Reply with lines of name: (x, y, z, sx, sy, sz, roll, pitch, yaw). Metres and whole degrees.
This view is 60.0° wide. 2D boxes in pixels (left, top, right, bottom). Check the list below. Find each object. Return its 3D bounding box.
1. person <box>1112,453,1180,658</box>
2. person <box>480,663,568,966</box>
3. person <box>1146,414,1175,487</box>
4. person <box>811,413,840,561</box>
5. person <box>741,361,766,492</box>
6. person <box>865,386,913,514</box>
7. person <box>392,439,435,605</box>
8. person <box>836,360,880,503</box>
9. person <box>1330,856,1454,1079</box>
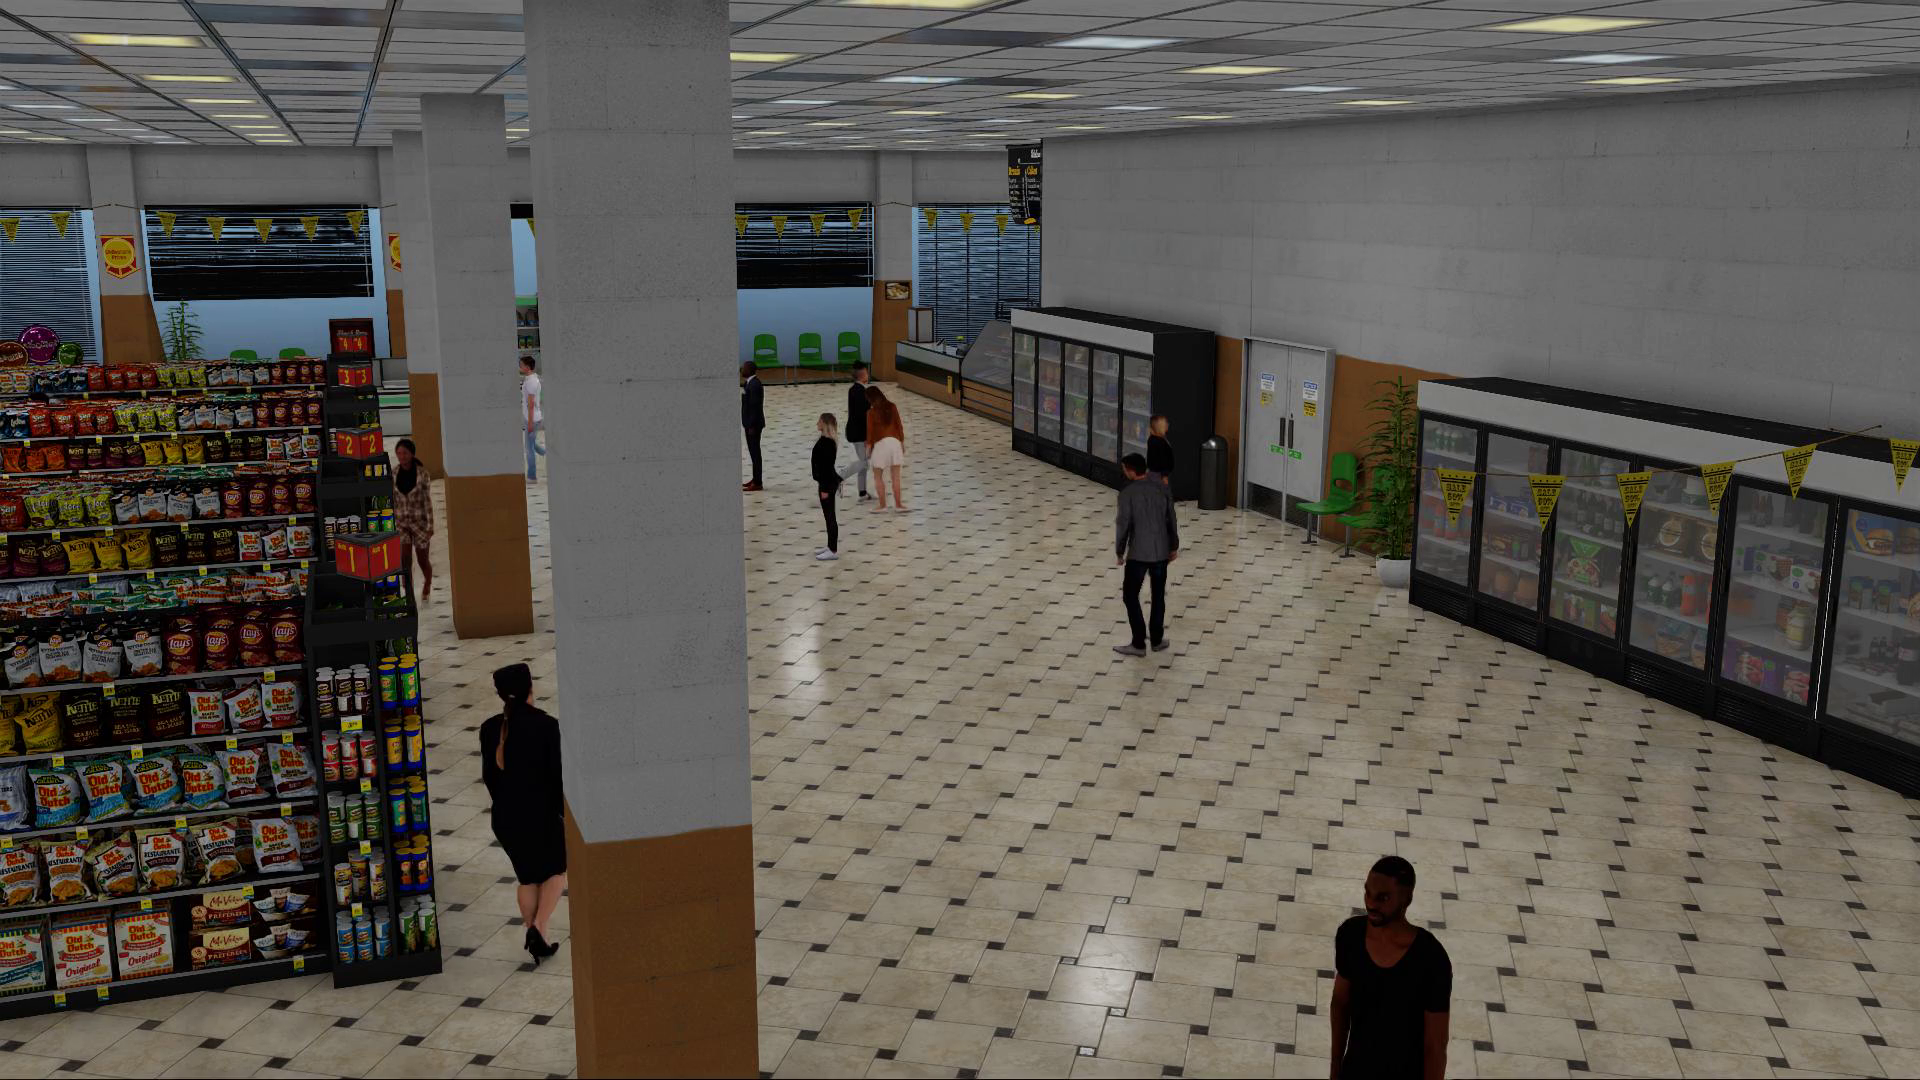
person: (1.758, 0.131, 15.110, 0.538, 1.843, 0.860, 0, 12, -2)
person: (-2.364, 1.520, 8.960, 0.826, 1.658, 0.909, 4, 13, 20)
person: (2.258, -0.624, 19.115, 0.544, 1.670, 0.607, -4, 12, -16)
person: (-1.505, -0.620, 19.054, 0.609, 1.687, 0.652, -1, 12, -6)
person: (-2.925, -1.622, 23.481, 0.675, 1.824, 0.751, -1, 12, -6)
person: (-0.903, -1.183, 21.763, 0.499, 1.672, 0.817, -2, 12, -7)
person: (-5.395, -0.111, 16.441, 1.034, 1.767, 0.809, -1, 12, -6)
person: (-1.445, -1.441, 22.351, 0.934, 1.935, 0.704, -4, 13, -19)
person: (1.680, 2.016, 6.290, 0.794, 1.788, 0.785, 10, 15, 38)
